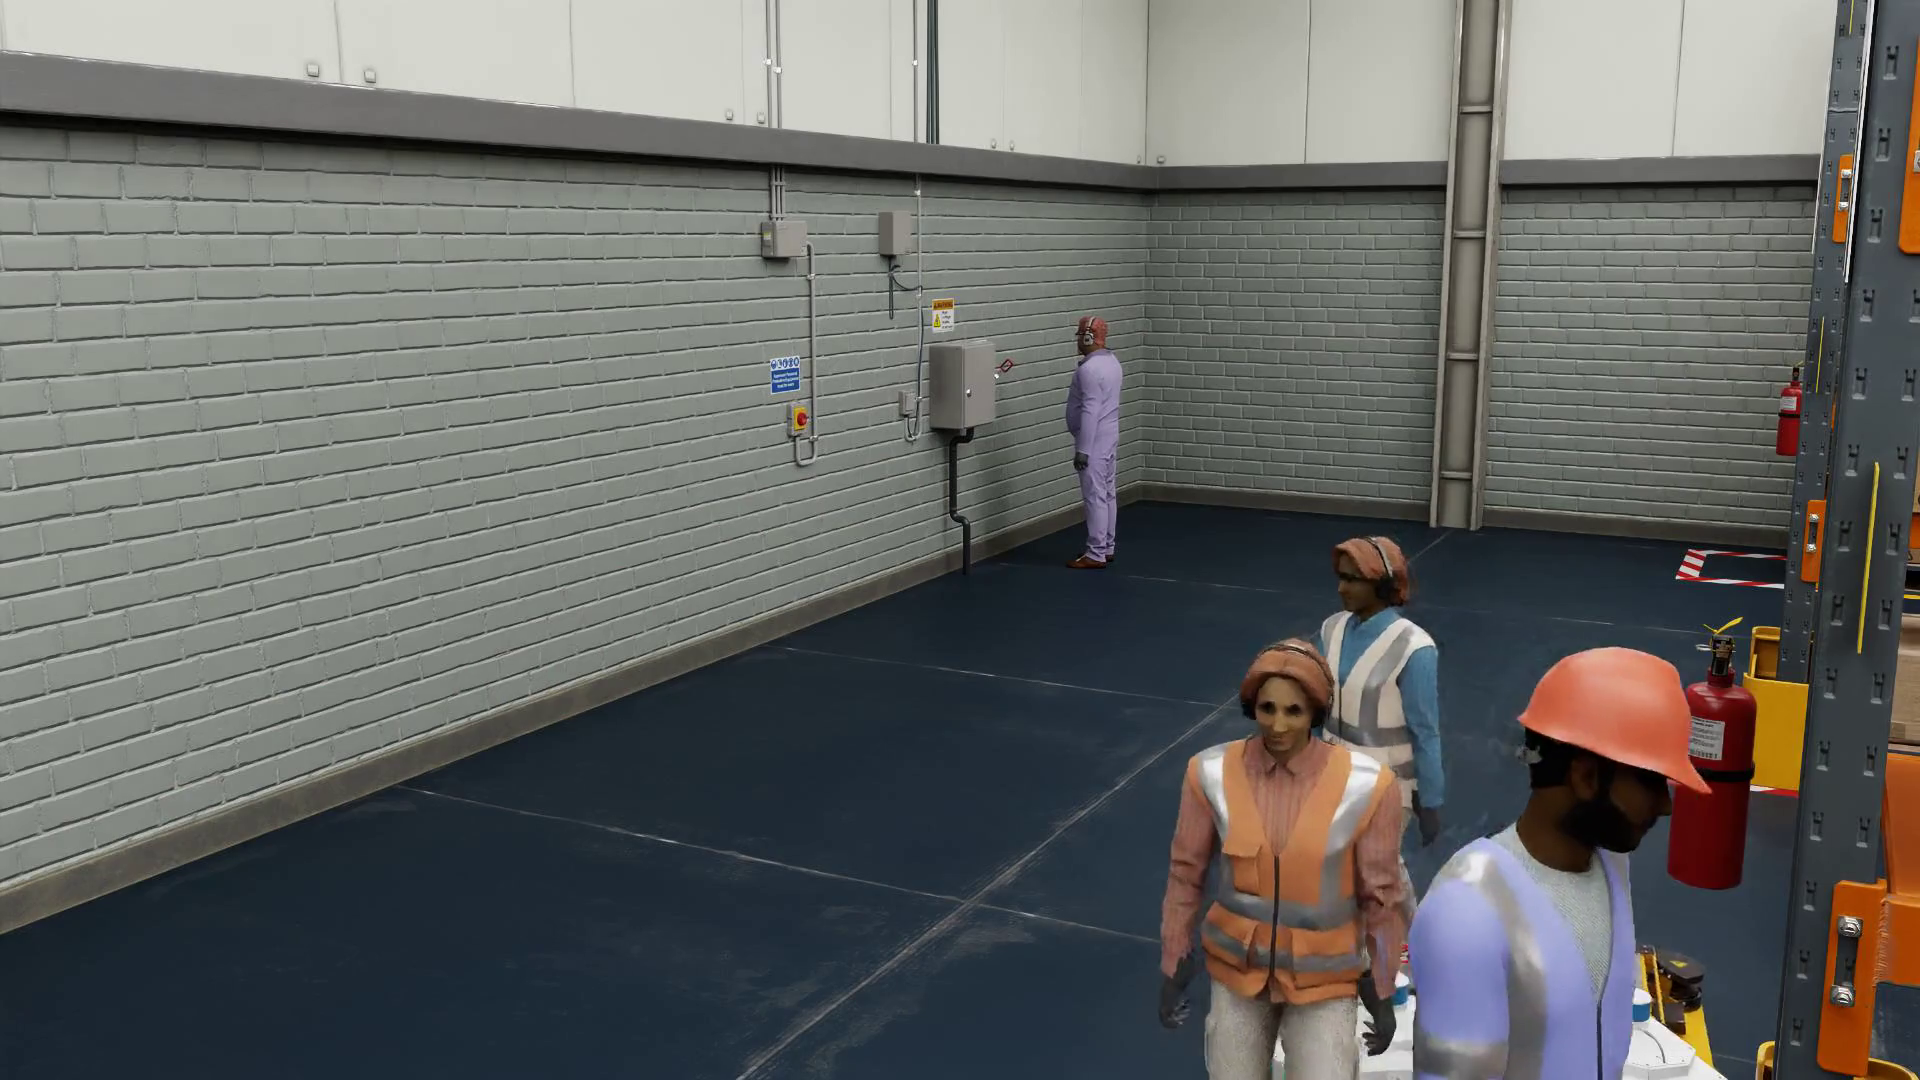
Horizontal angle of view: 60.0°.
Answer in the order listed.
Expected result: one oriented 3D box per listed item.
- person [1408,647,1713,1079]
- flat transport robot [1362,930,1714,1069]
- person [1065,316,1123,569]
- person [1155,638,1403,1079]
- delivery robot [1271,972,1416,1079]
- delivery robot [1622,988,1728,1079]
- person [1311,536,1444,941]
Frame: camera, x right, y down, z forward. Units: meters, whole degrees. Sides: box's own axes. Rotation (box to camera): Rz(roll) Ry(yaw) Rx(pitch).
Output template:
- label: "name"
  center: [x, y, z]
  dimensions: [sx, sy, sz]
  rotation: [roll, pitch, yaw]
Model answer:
- label: "person"
  center: [0.909, 1.082, 2.843]
  dimensions: [0.561, 1.871, 1.037]
  rotation: [-7, 12, -33]
- label: "flat transport robot"
  center: [1.598, 1.429, 5.280]
  dimensions: [1.431, 0.197, 0.652]
  rotation: [4, 11, 19]
- label: "person"
  center: [0.997, -0.734, 12.613]
  dimensions: [0.399, 1.910, 0.643]
  rotation: [4, 11, 22]
- label: "person"
  center: [0.722, 1.022, 3.797]
  dimensions: [0.552, 1.627, 0.374]
  rotation: [5, 12, 25]
- label: "delivery robot"
  center: [1.135, 1.394, 4.441]
  dimensions: [0.707, 0.478, 0.477]
  rotation: [-2, 10, -8]
- label: "delivery robot"
  center: [1.737, 1.412, 4.345]
  dimensions: [0.477, 0.478, 0.707]
  rotation: [-2, 11, -12]
- label: "person"
  center: [1.232, 0.779, 5.208]
  dimensions: [0.824, 1.593, 0.523]
  rotation: [-4, 11, -20]
